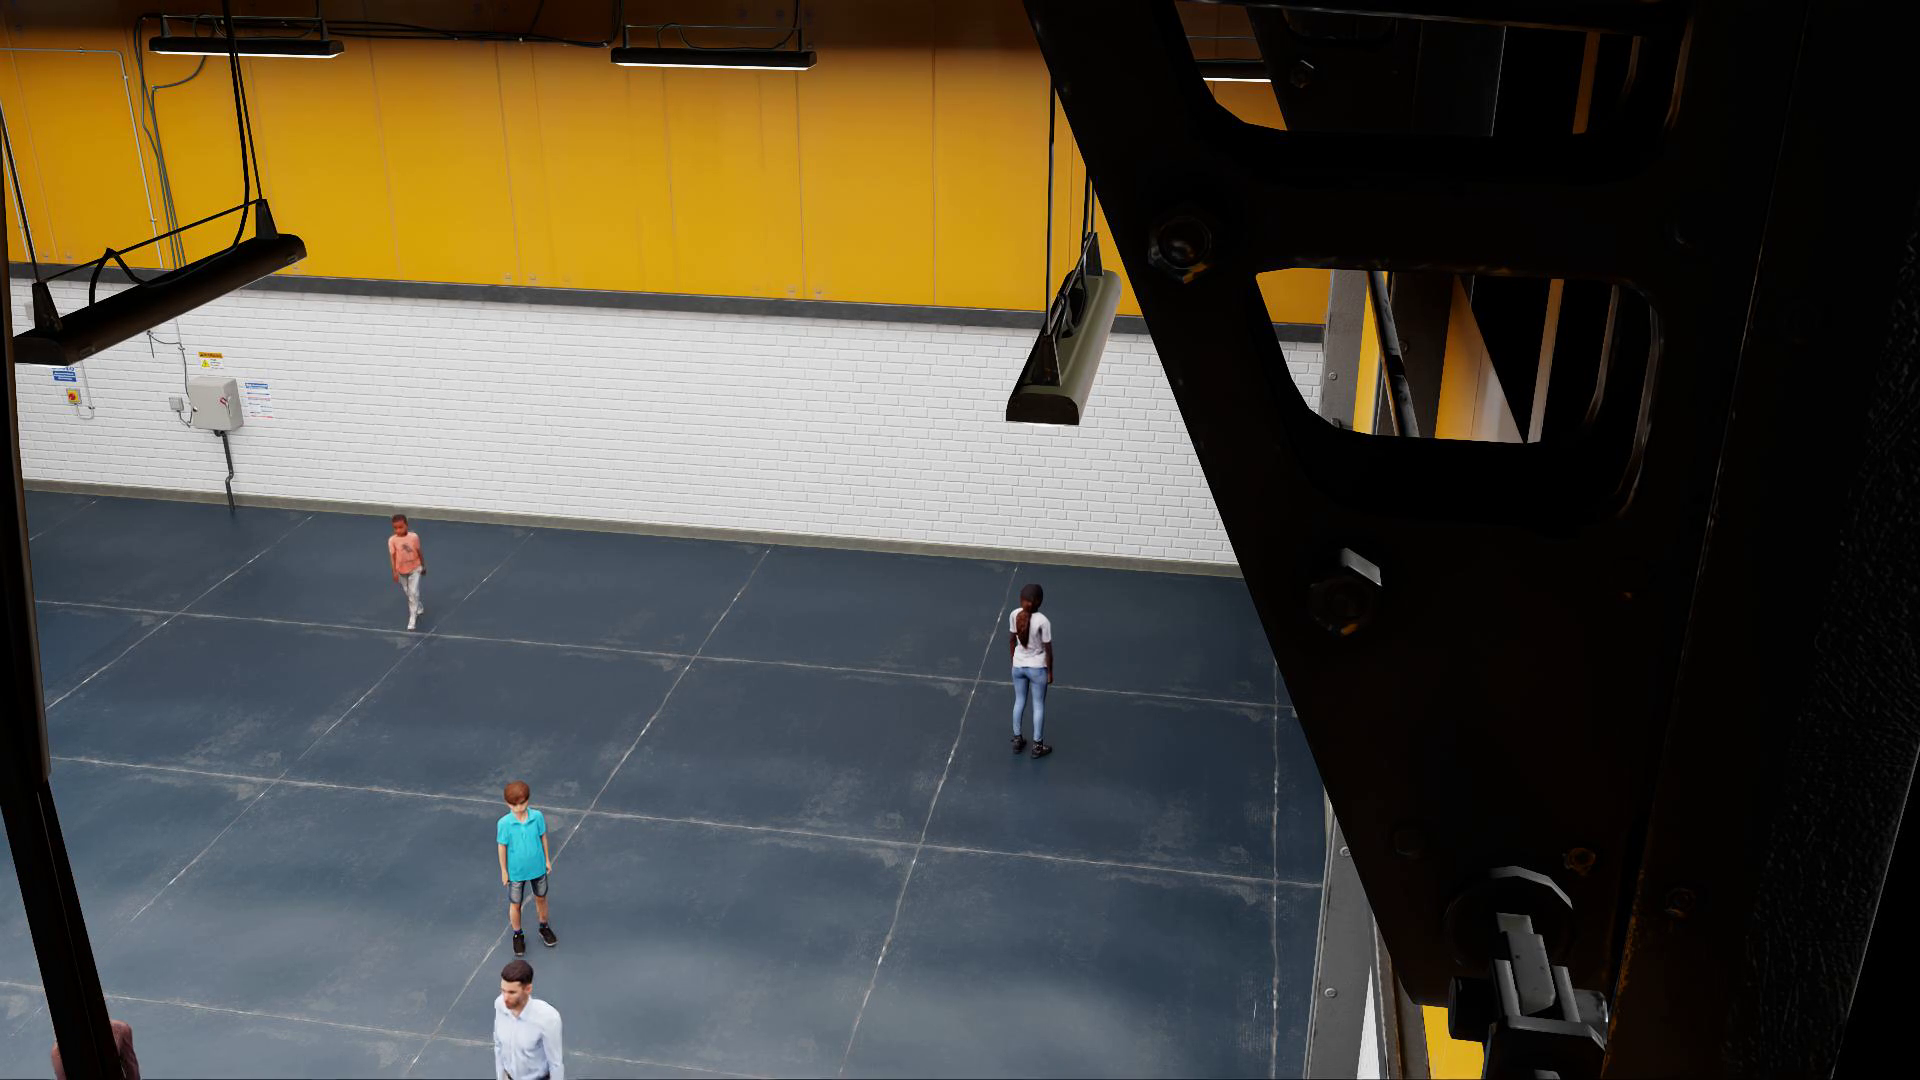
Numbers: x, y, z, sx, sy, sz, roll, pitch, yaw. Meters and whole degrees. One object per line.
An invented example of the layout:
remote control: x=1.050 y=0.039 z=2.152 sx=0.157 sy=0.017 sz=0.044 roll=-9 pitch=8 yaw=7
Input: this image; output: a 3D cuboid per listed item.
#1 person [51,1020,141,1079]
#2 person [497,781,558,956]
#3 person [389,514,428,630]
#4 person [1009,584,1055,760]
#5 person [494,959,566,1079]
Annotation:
person: x=-5.284 y=3.463 z=10.214 sx=1.051 sy=1.672 sz=1.135 roll=-15 pitch=28 yaw=-30
person: x=-3.328 y=2.480 z=12.741 sx=0.592 sy=1.449 sz=0.632 roll=-12 pitch=26 yaw=-26
person: x=-5.957 y=0.282 z=17.993 sx=0.676 sy=1.270 sz=0.970 roll=-5 pitch=24 yaw=-12
person: x=0.649 y=1.189 z=15.356 sx=0.657 sy=1.720 sz=0.638 roll=14 pitch=27 yaw=29
person: x=-2.622 y=3.333 z=10.310 sx=0.711 sy=1.832 sz=0.715 roll=9 pitch=25 yaw=20
